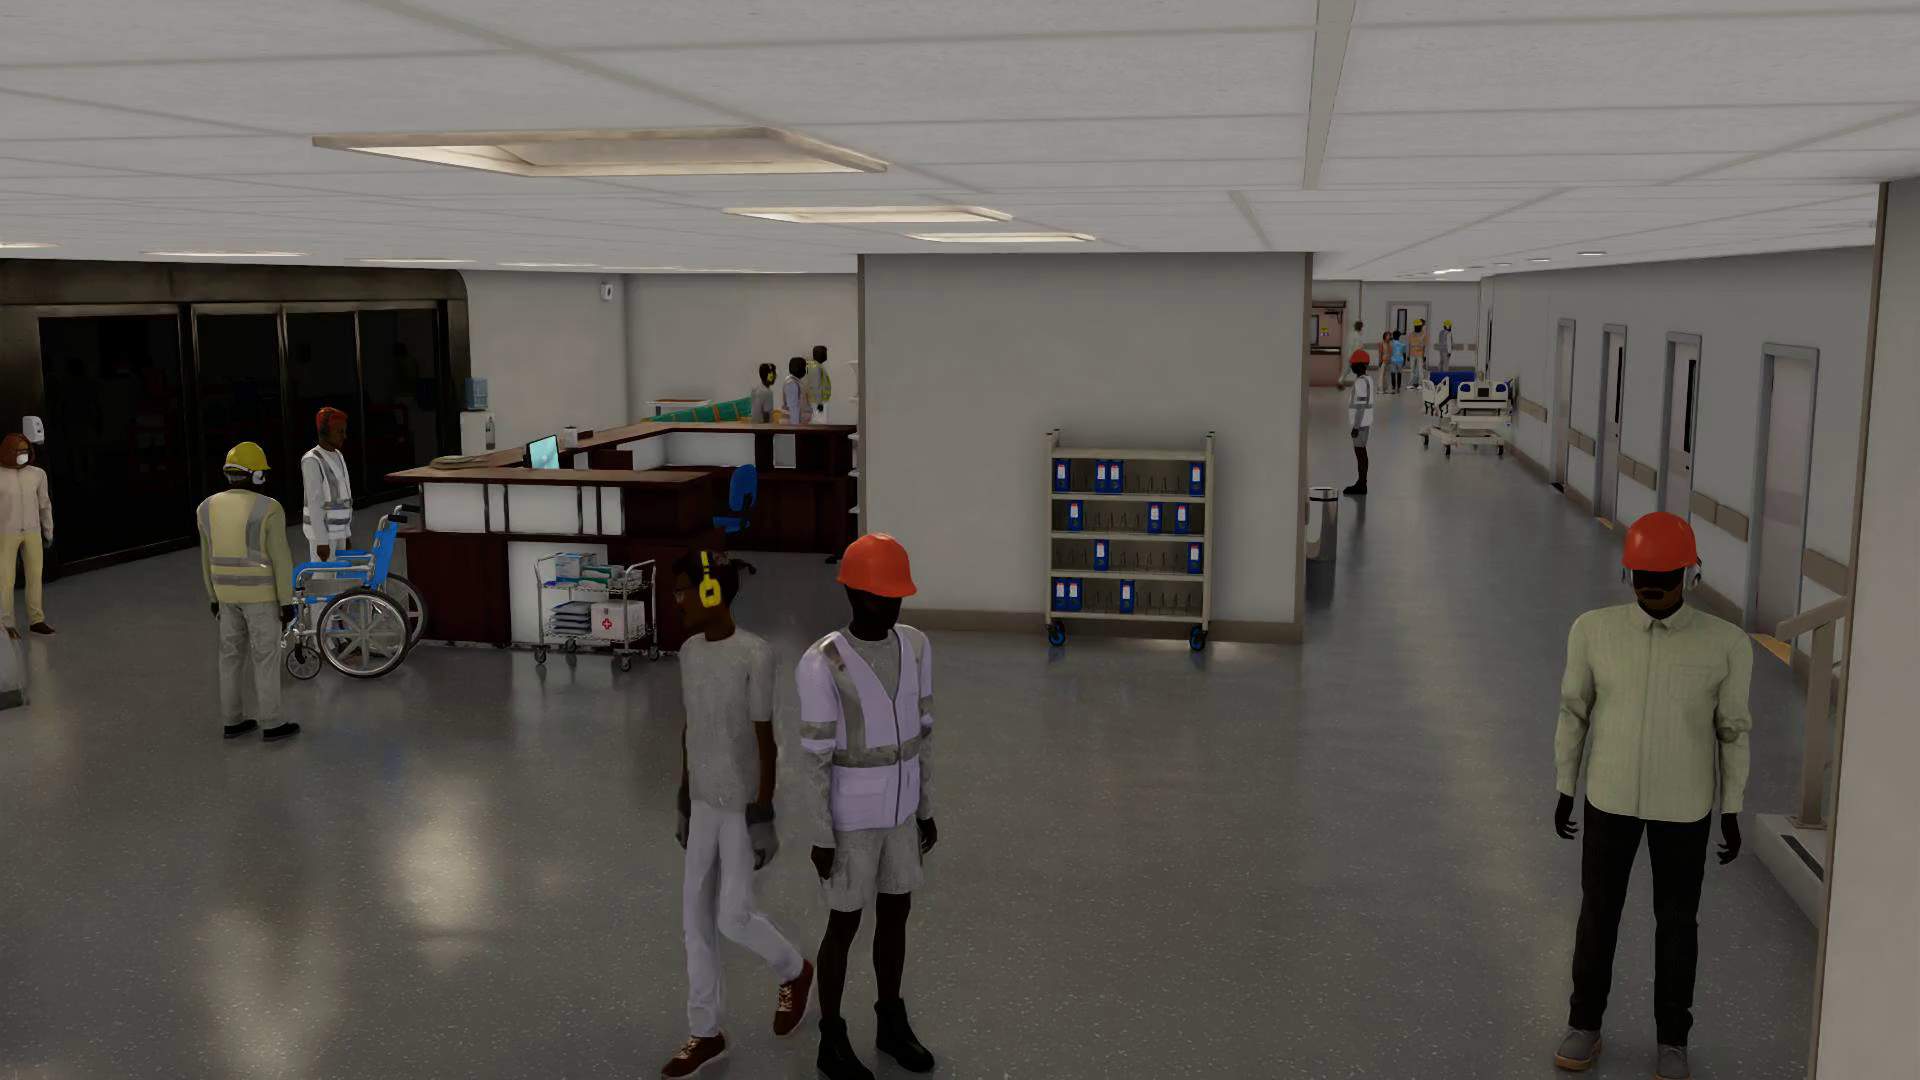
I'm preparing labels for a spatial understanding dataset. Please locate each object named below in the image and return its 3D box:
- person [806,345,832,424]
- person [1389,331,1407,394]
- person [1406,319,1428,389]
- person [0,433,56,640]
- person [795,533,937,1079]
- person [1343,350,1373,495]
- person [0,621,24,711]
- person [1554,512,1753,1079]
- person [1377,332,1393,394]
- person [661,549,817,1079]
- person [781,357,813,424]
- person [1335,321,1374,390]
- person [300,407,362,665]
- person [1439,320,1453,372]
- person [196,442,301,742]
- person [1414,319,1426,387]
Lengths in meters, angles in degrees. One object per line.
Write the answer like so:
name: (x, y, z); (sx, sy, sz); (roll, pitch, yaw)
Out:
person: (-2.338, -2.312, 27.533); (0.455, 1.824, 0.645); (-1, 9, -4)
person: (11.457, -4.677, 43.798); (0.534, 1.647, 0.826); (0, 9, 2)
person: (12.547, -5.095, 45.669); (0.588, 1.927, 0.370); (8, 12, 43)
person: (-7.391, -0.032, 13.084); (0.285, 1.628, 0.504); (6, 10, 33)
person: (-0.292, 0.928, 5.719); (0.539, 1.929, 0.384); (-8, 12, -42)
person: (5.337, -1.574, 22.268); (0.360, 1.938, 0.546); (3, 9, 21)
person: (-6.460, 0.215, 10.506); (0.639, 1.896, 0.965); (5, 10, 32)
person: (2.369, 0.888, 5.738); (0.625, 1.992, 0.389); (4, 10, 27)
person: (11.158, -4.643, 43.614); (0.517, 1.639, 0.313); (-6, 10, -34)
person: (-0.835, 0.946, 5.889); (0.548, 1.827, 0.614); (7, 11, 38)
person: (-2.194, -1.543, 22.397); (0.430, 1.840, 0.623); (-1, 9, -3)
person: (10.704, -4.996, 45.161); (1.030, 1.902, 0.635); (-1, 9, -7)
person: (-4.621, -0.034, 12.216); (0.359, 1.887, 0.573); (0, 9, -2)
person: (14.424, -5.605, 49.359); (0.404, 1.834, 0.591); (-2, 9, -11)
person: (-4.307, 0.317, 10.108); (0.597, 1.824, 0.403); (2, 9, 14)
person: (12.859, -5.241, 46.641); (0.374, 1.928, 0.639); (4, 9, 25)
